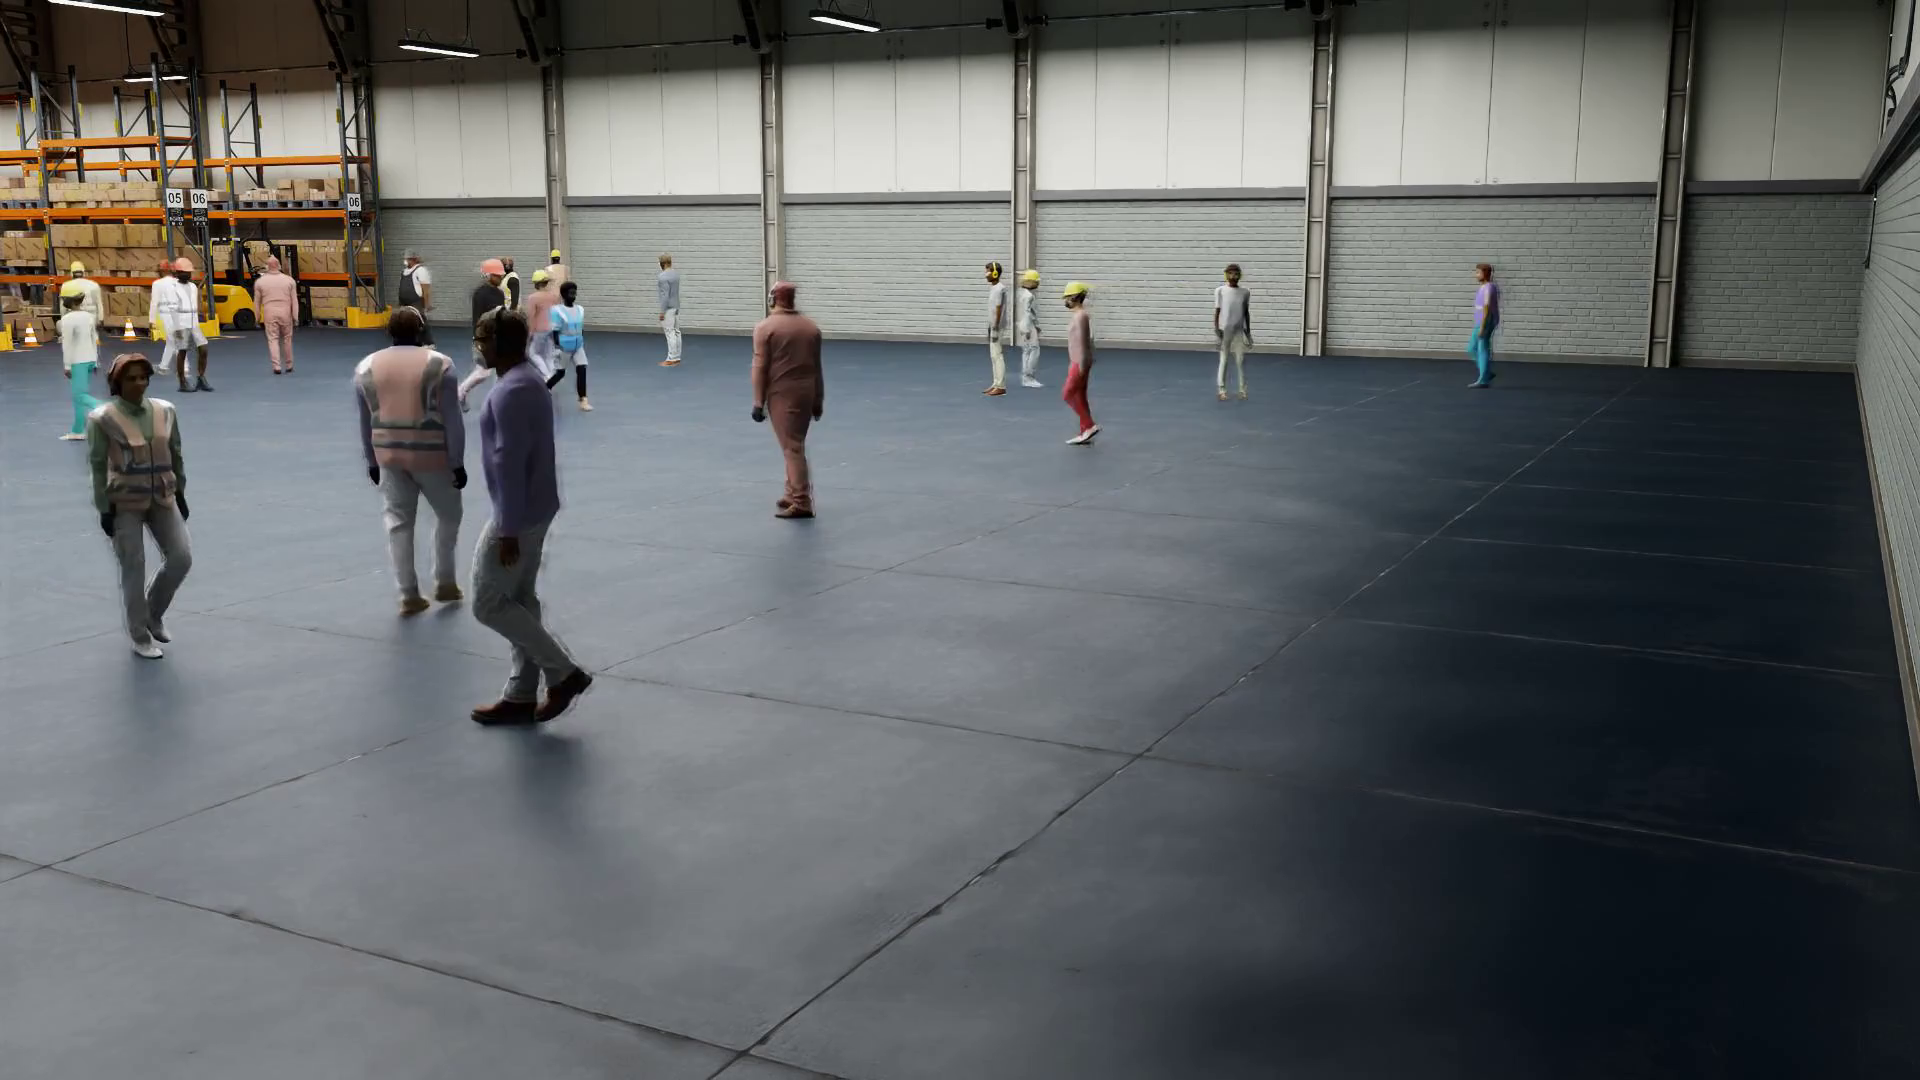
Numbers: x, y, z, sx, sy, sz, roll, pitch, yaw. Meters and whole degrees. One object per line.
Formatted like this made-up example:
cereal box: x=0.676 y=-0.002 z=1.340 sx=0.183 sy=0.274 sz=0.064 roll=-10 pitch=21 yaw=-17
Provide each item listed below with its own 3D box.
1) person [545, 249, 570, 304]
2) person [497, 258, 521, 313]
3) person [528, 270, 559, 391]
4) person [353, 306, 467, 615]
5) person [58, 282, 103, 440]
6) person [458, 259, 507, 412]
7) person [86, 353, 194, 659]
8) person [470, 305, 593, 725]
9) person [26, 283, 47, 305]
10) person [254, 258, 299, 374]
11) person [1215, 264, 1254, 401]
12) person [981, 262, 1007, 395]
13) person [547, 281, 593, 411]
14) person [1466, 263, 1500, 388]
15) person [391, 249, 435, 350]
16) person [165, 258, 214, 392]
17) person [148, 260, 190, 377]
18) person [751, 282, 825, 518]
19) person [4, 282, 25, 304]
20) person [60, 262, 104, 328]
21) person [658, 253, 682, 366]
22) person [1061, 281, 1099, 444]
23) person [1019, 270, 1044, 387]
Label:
person: x=-8.871 y=-5.430 z=36.664 sx=0.592 sy=1.926 sz=0.366 roll=-9 pitch=13 yaw=-39
person: x=-8.058 y=-4.112 z=29.709 sx=0.430 sy=1.845 sz=0.619 roll=-5 pitch=12 yaw=-27
person: x=-5.976 y=-3.000 z=23.907 sx=0.389 sy=1.755 sz=0.525 roll=10 pitch=14 yaw=43
person: x=-3.233 y=-0.481 z=9.947 sx=0.663 sy=1.823 sz=0.609 roll=0 pitch=10 yaw=2
person: x=-9.517 y=-1.933 z=18.107 sx=0.746 sy=1.744 sz=0.527 roll=1 pitch=10 yaw=3
person: x=-5.908 y=-2.489 z=20.547 sx=0.768 sy=1.964 sz=0.630 roll=3 pitch=11 yaw=18
person: x=-4.334 y=-0.175 z=8.818 sx=0.359 sy=1.627 sz=0.536 roll=7 pitch=12 yaw=32
person: x=-2.001 y=-0.090 z=7.536 sx=0.456 sy=1.928 sz=0.655 roll=-1 pitch=10 yaw=-7
person: x=-24.766 y=-6.883 z=44.616 sx=0.397 sy=1.918 sz=0.588 roll=5 pitch=12 yaw=27
person: x=-11.120 y=-3.642 z=27.060 sx=0.684 sy=1.897 sz=0.659 roll=-5 pitch=11 yaw=-23
person: x=3.737 y=-2.809 z=22.612 sx=0.568 sy=1.854 sz=0.366 roll=-1 pitch=10 yaw=-8
person: x=0.486 y=-2.963 z=23.391 sx=0.336 sy=1.865 sz=0.532 roll=-2 pitch=11 yaw=-9
person: x=-5.075 y=-2.491 z=21.350 sx=0.781 sy=1.666 sz=0.532 roll=8 pitch=13 yaw=39
person: x=7.681 y=-3.138 z=24.415 sx=0.452 sy=1.830 sz=0.603 roll=2 pitch=11 yaw=11
person: x=-10.600 y=-4.650 z=32.103 sx=0.702 sy=2.000 sz=1.032 roll=9 pitch=14 yaw=42
person: x=-10.965 y=-3.043 z=23.679 sx=0.665 sy=1.914 sz=0.554 roll=5 pitch=12 yaw=26
person: x=-12.620 y=-3.502 z=26.362 sx=0.923 sy=1.843 sz=0.612 roll=4 pitch=11 yaw=19
person: x=-1.376 y=-1.122 z=13.377 sx=0.684 sy=1.866 sz=0.661 roll=8 pitch=13 yaw=39
person: x=-23.664 y=-6.288 z=41.525 sx=0.512 sy=1.861 sz=0.503 roll=5 pitch=11 yaw=24
person: x=-14.717 y=-3.740 z=27.815 sx=0.625 sy=1.785 sz=0.902 roll=-9 pitch=14 yaw=-42
person: x=-4.992 y=-3.939 z=28.512 sx=0.379 sy=1.937 sz=0.629 roll=2 pitch=11 yaw=13
person: x=1.255 y=-1.887 z=17.810 sx=0.376 sy=1.746 sz=0.543 roll=0 pitch=10 yaw=2
person: x=1.077 y=-3.131 z=24.655 sx=0.387 sy=1.736 sz=0.502 roll=0 pitch=10 yaw=-1
